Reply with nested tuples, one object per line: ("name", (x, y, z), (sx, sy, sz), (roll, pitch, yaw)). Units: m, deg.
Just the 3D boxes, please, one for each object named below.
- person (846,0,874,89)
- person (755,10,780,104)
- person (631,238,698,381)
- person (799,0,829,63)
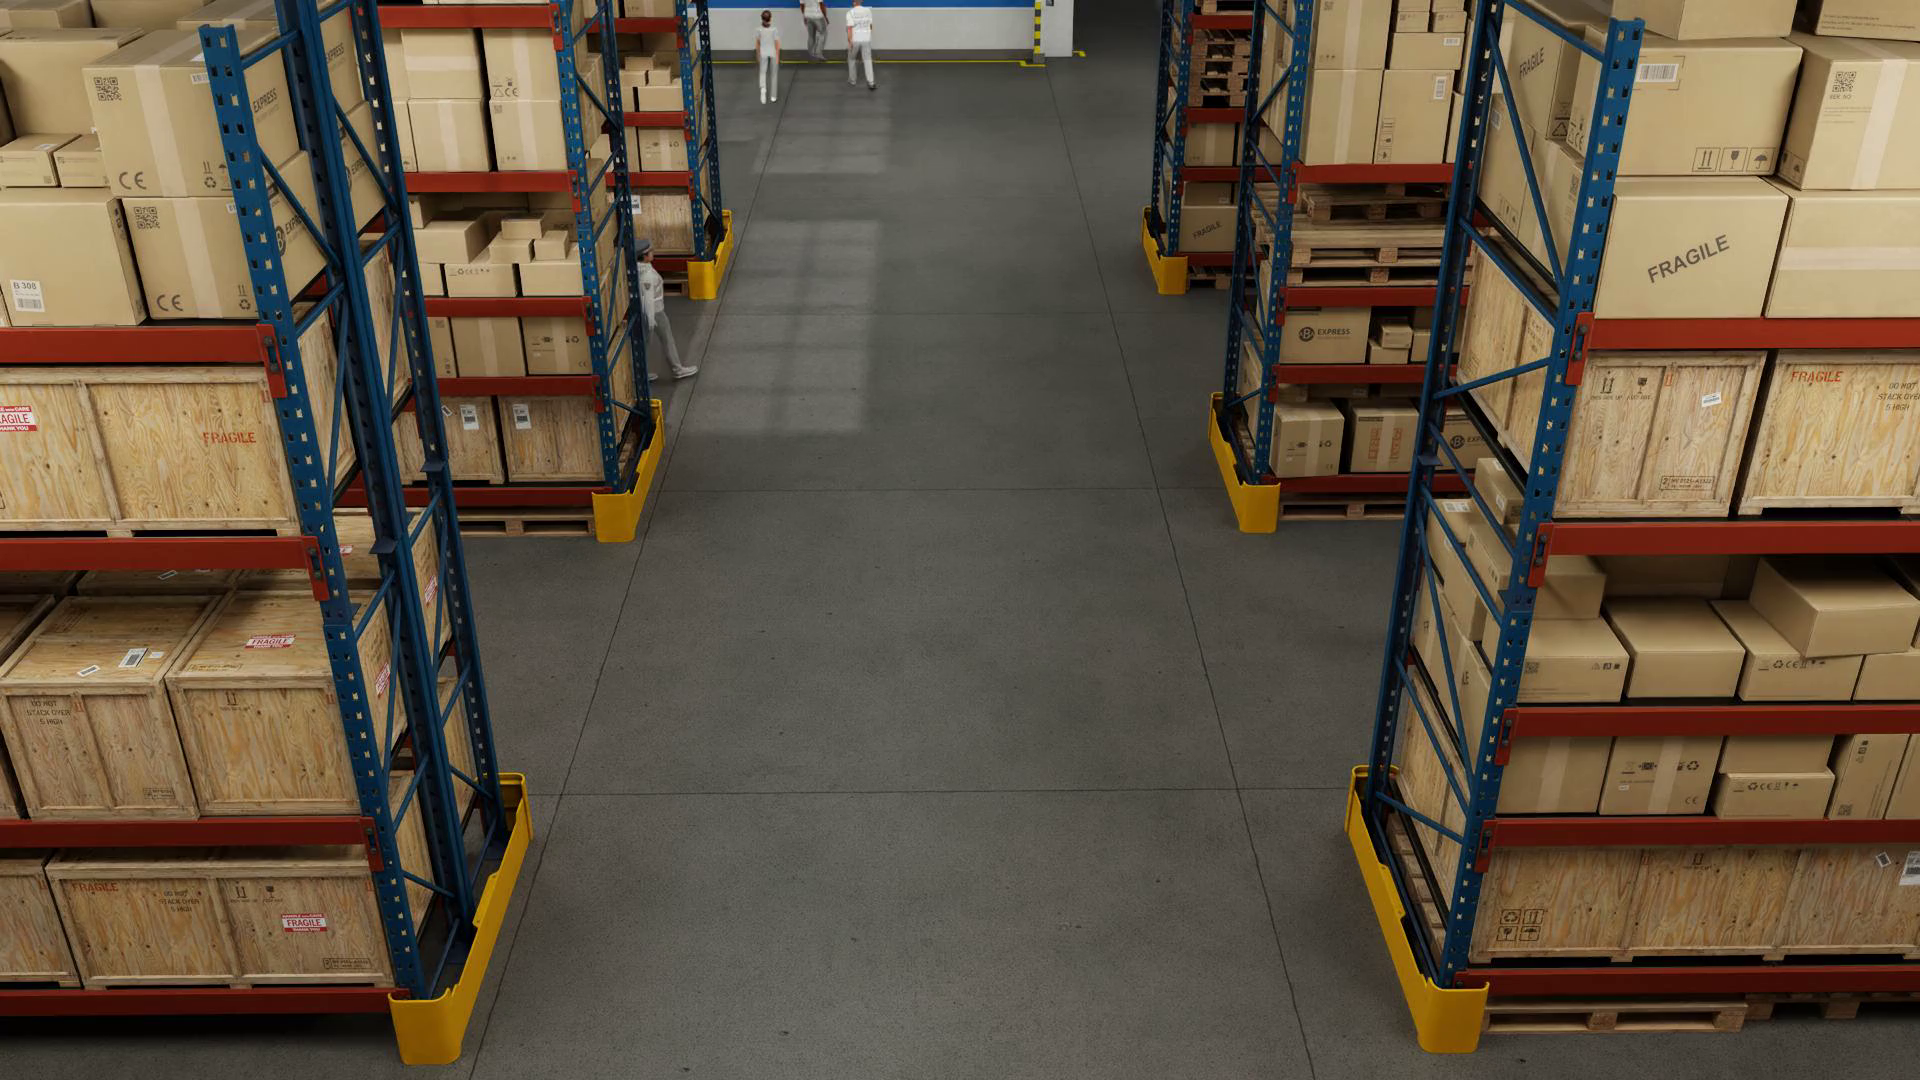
("person", (-1.895, -9.500, 31.611), (0.533, 1.730, 0.970), (-8, 29, -15))
("person", (-3.510, -8.846, 30.452), (0.451, 1.663, 0.759), (0, 28, 0))
("person", (-3.418, -2.622, 18.862), (0.725, 1.677, 0.495), (-16, 32, -27))
("person", (-2.925, -10.516, 33.471), (0.674, 1.765, 0.424), (13, 31, 22))
